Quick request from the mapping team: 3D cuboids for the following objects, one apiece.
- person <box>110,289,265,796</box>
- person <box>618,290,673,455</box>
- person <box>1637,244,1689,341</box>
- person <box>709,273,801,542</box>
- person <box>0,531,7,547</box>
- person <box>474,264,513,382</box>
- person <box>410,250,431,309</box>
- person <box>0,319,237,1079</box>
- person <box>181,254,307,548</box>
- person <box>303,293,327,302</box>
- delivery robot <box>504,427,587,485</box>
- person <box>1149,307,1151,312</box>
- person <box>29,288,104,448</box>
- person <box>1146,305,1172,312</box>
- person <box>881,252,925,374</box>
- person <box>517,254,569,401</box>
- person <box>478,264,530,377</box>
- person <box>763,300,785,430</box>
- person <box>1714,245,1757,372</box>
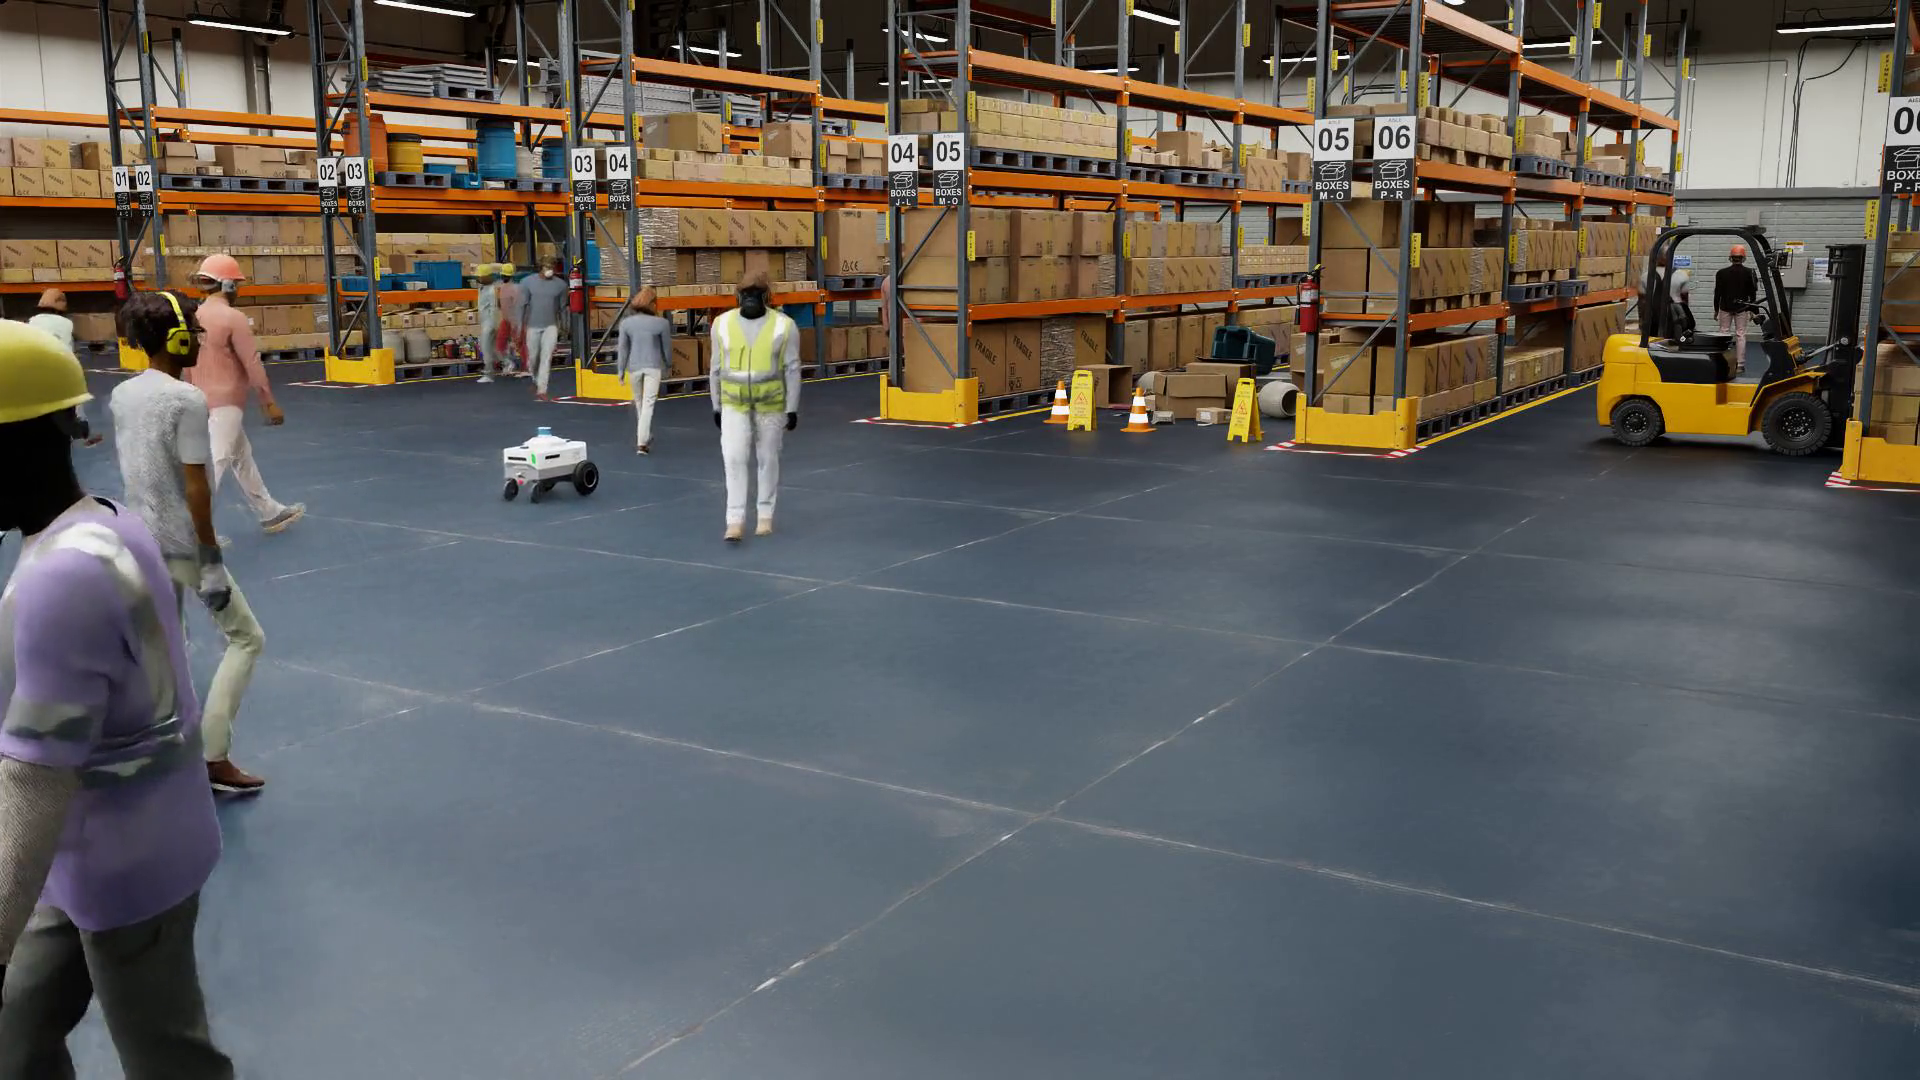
[{"bbox_3d":[-2.756,0.037,5.988,0.552,1.857,0.493,6,12,29],"label":"person"},{"bbox_3d":[-3.049,-1.628,16.122,0.498,1.570,0.923,1,10,3],"label":"person"},{"bbox_3d":[10.172,-3.289,24.113,0.691,2.000,0.754,6,12,29],"label":"person"},{"bbox_3d":[-1.401,-0.887,11.280,0.645,1.808,0.856,0,10,0],"label":"person"},{"bbox_3d":[-6.164,-0.702,10.508,0.531,1.711,0.897,-2,10,-11],"label":"person"},{"bbox_3d":[-6.837,-3.159,24.259,0.477,1.719,0.501,-6,12,-31],"label":"person"},{"bbox_3d":[-11.082,-4.992,34.069,0.625,1.885,0.741,5,11,25],"label":"person"},{"bbox_3d":[-1.579,0.578,2.874,0.744,1.895,0.587,-6,12,-29],"label":"person"},{"bbox_3d":[-4.850,-0.933,11.180,0.618,1.939,1.021,8,13,37],"label":"person"},{"bbox_3d":[-12.810,-4.795,33.175,0.505,1.818,0.985,6,12,30],"label":"person"},{"bbox_3d":[-3.303,-0.657,13.257,0.477,0.478,0.707,5,11,25],"label":"delivery robot"},{"bbox_3d":[3.675,-4.326,30.538,0.597,1.821,0.626,6,12,32],"label":"person"},{"bbox_3d":[-8.792,-1.646,16.180,0.508,1.584,0.846,2,10,9],"label":"person"},{"bbox_3d":[3.641,-4.203,29.765,0.667,1.856,0.984,1,10,5],"label":"person"},{"bbox_3d":[-0.702,-2.769,21.573,0.637,1.911,0.403,7,12,34],"label":"person"},{"bbox_3d":[-5.430,-2.763,21.600,0.684,1.898,0.829,-5,11,-24],"label":"person"},{"bbox_3d":[-6.824,-3.270,24.907,0.559,1.711,0.869,10,14,43],"label":"person"},{"bbox_3d":[-2.258,-1.980,18.040,0.850,1.590,0.507,3,11,18],"label":"person"},{"bbox_3d":[12.187,-3.635,26.174,0.611,1.997,0.375,5,11,27],"label":"person"}]
